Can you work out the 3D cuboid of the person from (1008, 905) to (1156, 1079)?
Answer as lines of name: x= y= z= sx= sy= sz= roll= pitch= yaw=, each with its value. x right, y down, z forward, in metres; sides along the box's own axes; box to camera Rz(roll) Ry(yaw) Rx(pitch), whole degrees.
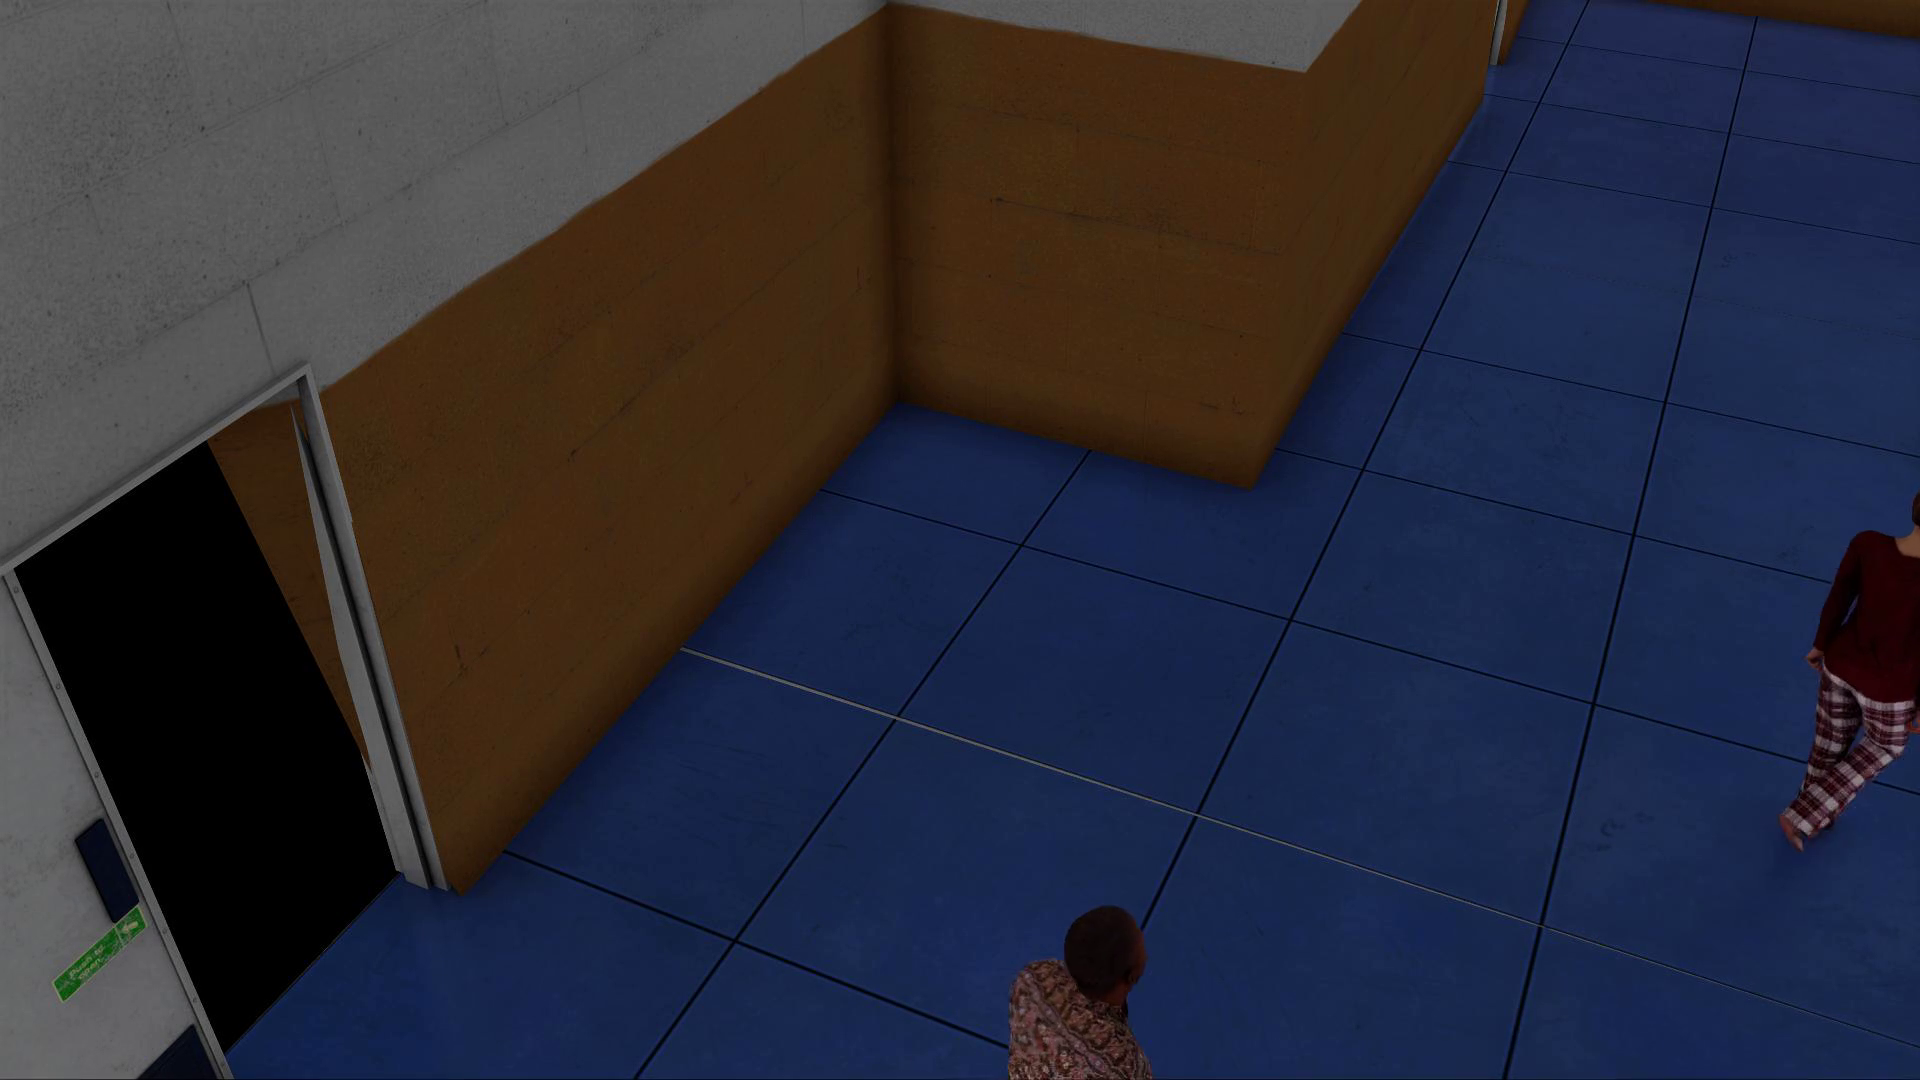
person: x=0.204 y=1.708 z=4.302 sx=1.128 sy=1.775 sz=1.233 roll=-23 pitch=43 yaw=-28

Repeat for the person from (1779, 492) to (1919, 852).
person: x=3.251 y=0.503 z=5.978 sx=0.864 sy=1.691 sz=0.818 roll=-24 pitch=43 yaw=-29
